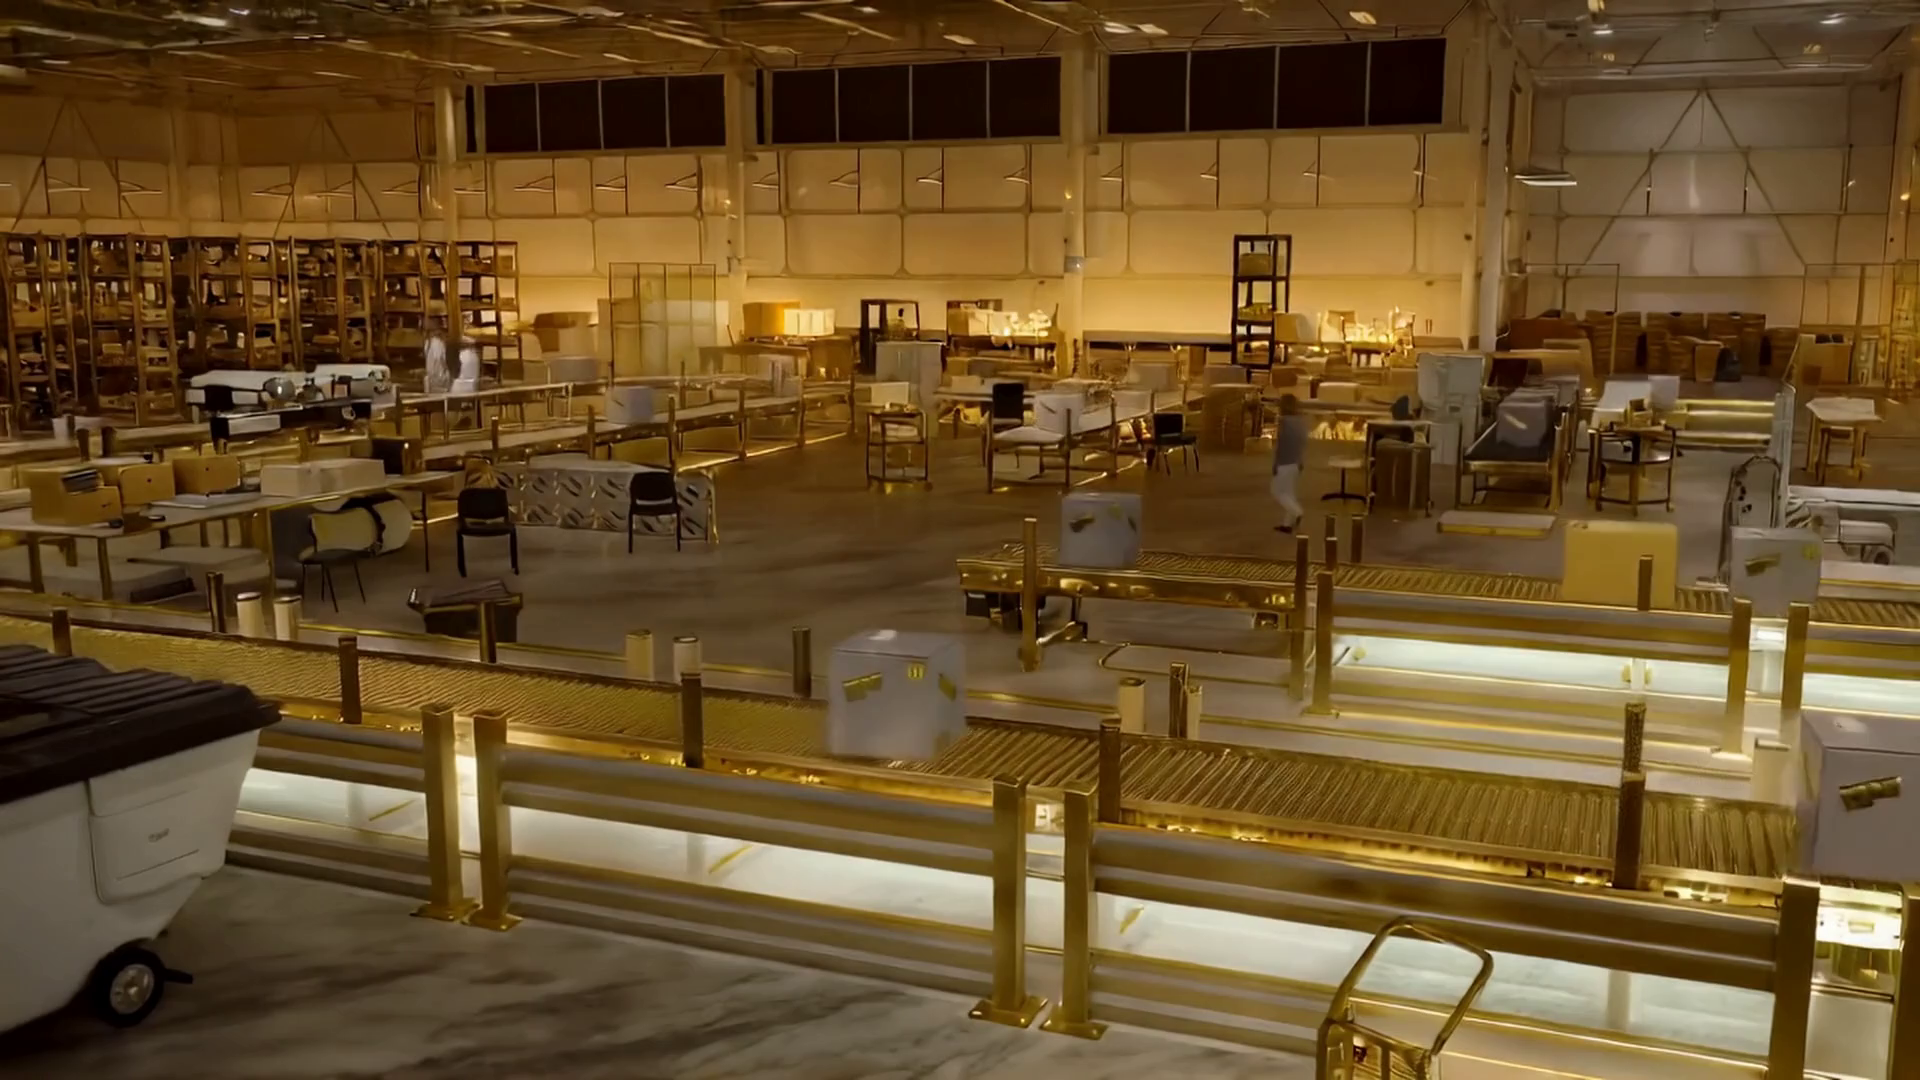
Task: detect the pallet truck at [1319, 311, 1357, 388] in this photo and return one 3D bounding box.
[{"bbox_3d":[9.071,-4.419,39.190,0.823,1.965,1.885,5,10,26],"label":"pallet truck"}]

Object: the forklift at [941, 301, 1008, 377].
[{"bbox_3d":[0.365,-4.966,41.571,1.157,1.987,2.680,3,10,20],"label":"forklift"}]

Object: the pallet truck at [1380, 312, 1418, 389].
[{"bbox_3d":[10.207,-4.283,38.369,0.823,1.965,1.885,3,10,20],"label":"pallet truck"}]

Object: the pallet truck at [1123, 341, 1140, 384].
[{"bbox_3d":[4.445,-4.380,41.279,0.680,1.201,1.601,4,10,22],"label":"pallet truck"}]

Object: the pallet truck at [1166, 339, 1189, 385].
[{"bbox_3d":[5.418,-4.269,40.420,0.704,1.261,1.522,3,10,20],"label":"pallet truck"}]

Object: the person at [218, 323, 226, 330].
[{"bbox_3d":[-17.592,-4.524,40.029,0.629,1.941,1.045,4,10,24],"label":"person"}]

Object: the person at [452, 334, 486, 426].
[{"bbox_3d":[-9.379,-3.038,31.602,0.537,1.743,0.794,7,12,36],"label":"person"}]

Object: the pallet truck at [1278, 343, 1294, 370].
[{"bbox_3d":[7.886,-4.163,39.743,0.653,1.274,1.630,4,10,22],"label":"pallet truck"}]

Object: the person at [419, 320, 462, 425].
[{"bbox_3d":[-9.942,-3.195,31.735,0.705,2.017,0.640,-8,12,-40],"label":"person"}]

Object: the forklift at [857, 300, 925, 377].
[{"bbox_3d":[-1.732,-5.109,42.468,1.157,1.987,2.680,4,10,22],"label":"forklift"}]

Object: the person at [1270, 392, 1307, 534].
[{"bbox_3d":[3.724,-0.852,18.694,0.525,1.620,0.412,-9,13,-42],"label":"person"}]
